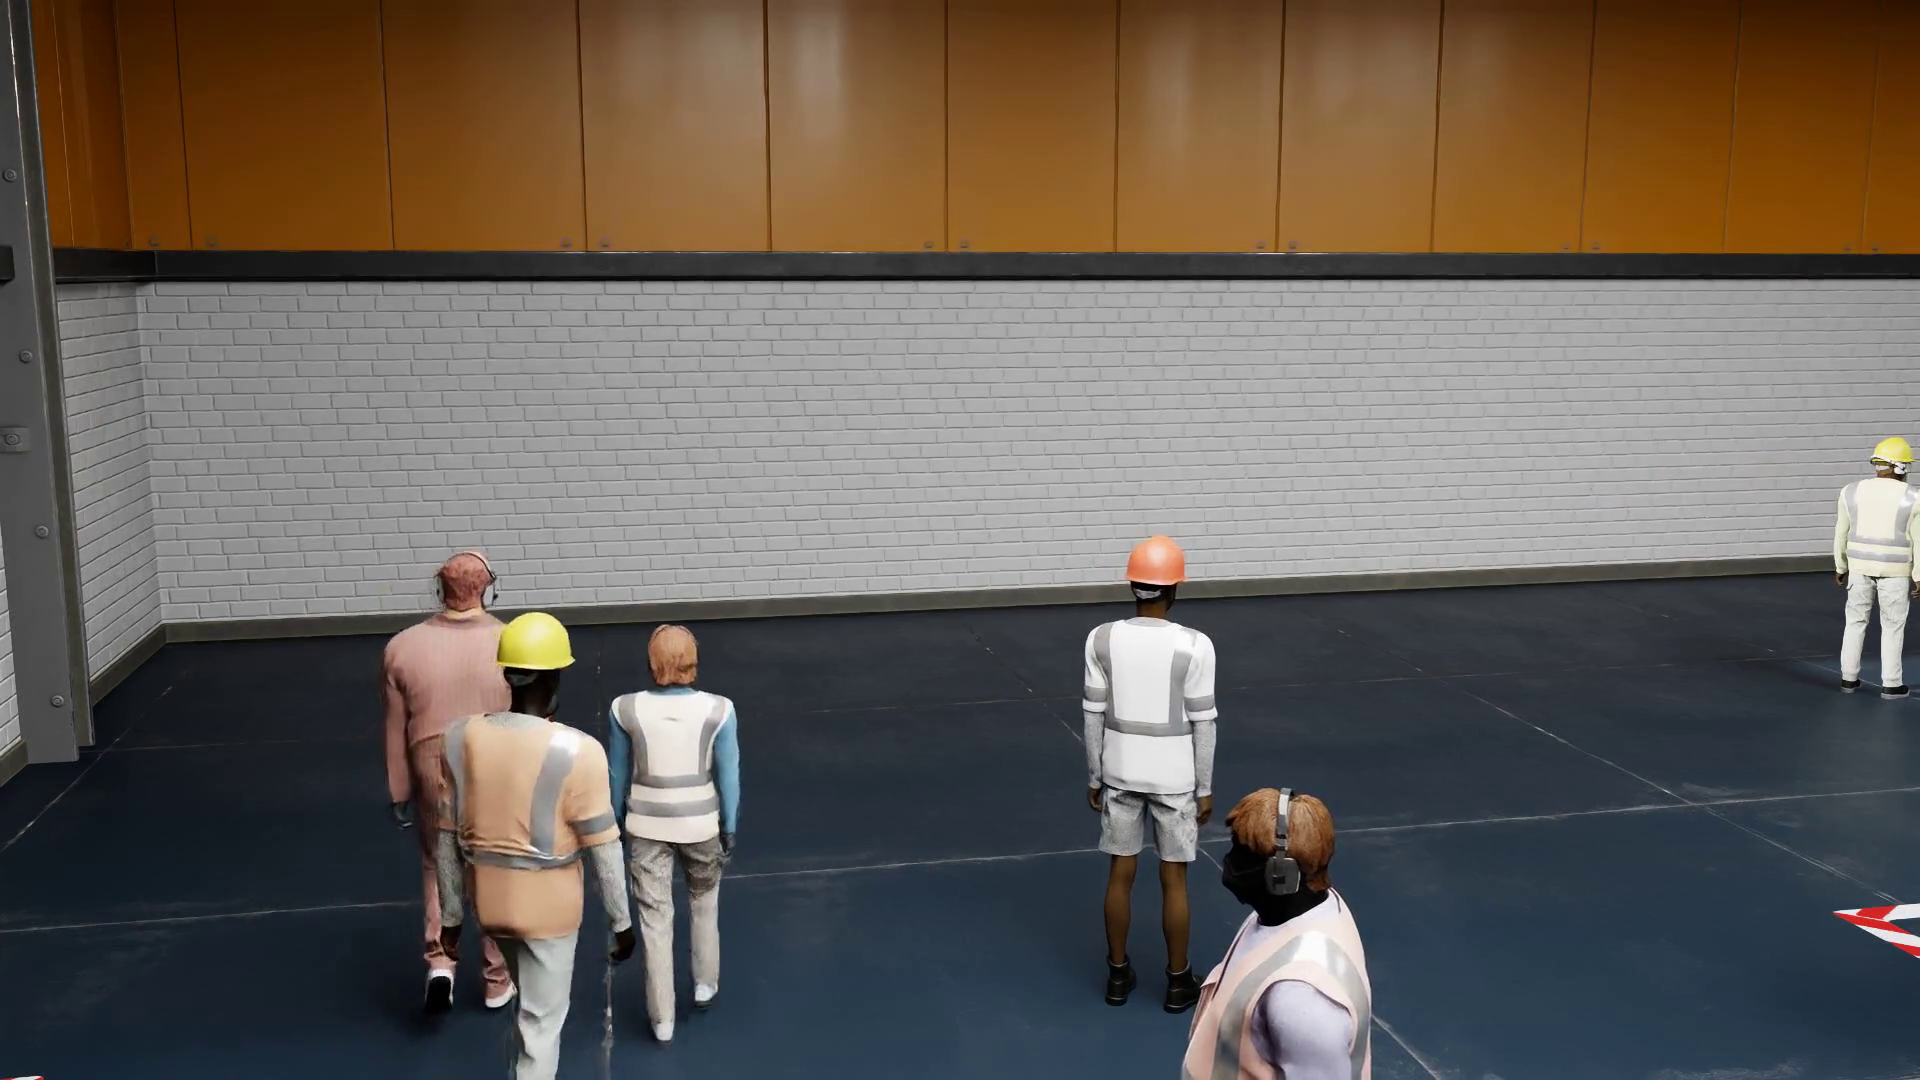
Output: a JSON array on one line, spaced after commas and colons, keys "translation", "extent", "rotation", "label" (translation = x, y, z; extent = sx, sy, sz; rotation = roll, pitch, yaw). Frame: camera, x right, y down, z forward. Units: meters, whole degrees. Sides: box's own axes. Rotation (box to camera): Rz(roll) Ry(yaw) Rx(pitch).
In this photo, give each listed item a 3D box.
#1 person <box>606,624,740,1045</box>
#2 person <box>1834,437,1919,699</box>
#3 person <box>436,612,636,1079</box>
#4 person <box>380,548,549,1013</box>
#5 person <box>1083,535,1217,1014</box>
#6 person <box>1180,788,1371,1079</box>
[{"translation": [-1.136, 1.129, 6.592], "extent": [0.527, 1.617, 0.655], "rotation": [-2, 9, -10], "label": "person"}, {"translation": [6.449, 0.193, 11.640], "extent": [0.404, 1.827, 0.602], "rotation": [-9, 13, -43], "label": "person"}, {"translation": [-1.357, 1.174, 5.437], "extent": [0.618, 1.901, 0.650], "rotation": [4, 10, 21], "label": "person"}, {"translation": [-1.947, 0.984, 6.609], "extent": [0.663, 1.895, 0.495], "rotation": [-1, 9, -5], "label": "person"}, {"translation": [0.771, 0.944, 6.735], "extent": [0.546, 1.939, 0.375], "rotation": [4, 10, 23], "label": "person"}, {"translation": [0.720, 1.465, 3.849], "extent": [0.429, 1.842, 0.635], "rotation": [1, 9, 9], "label": "person"}]
